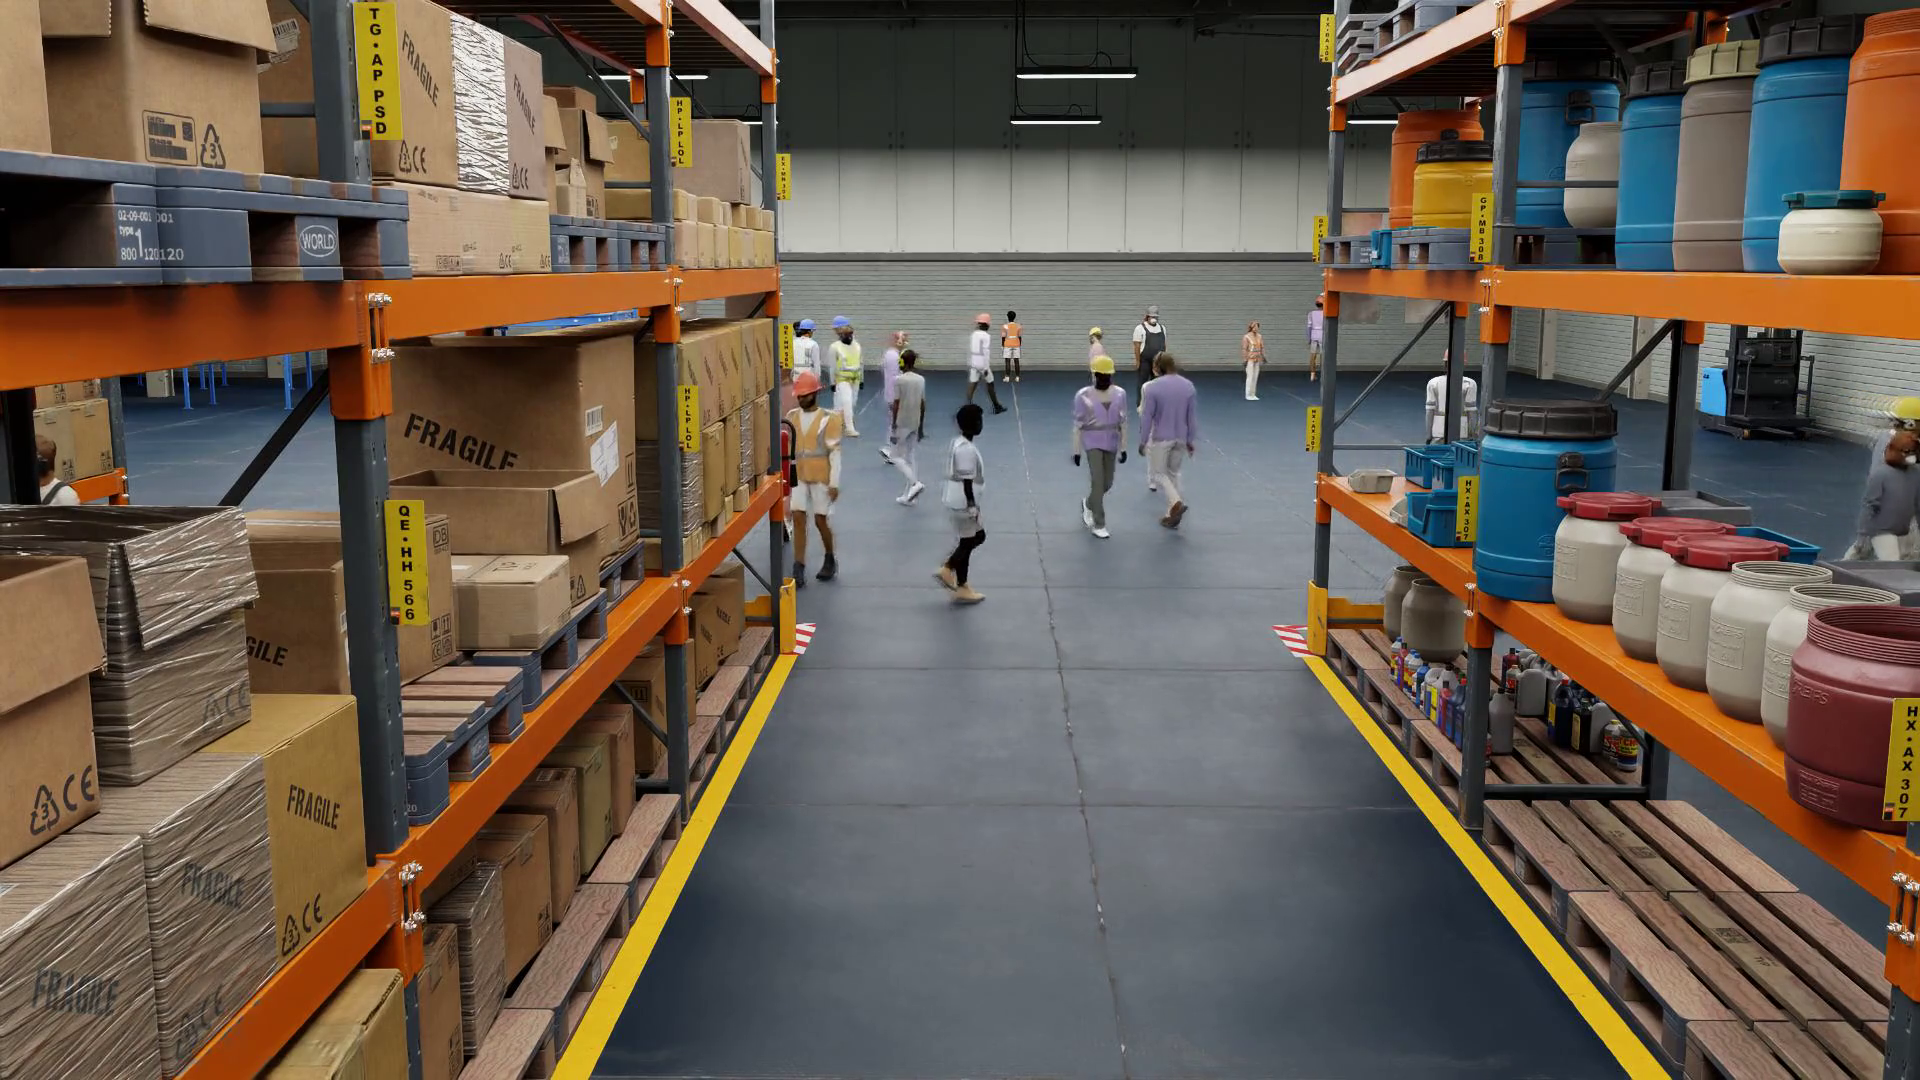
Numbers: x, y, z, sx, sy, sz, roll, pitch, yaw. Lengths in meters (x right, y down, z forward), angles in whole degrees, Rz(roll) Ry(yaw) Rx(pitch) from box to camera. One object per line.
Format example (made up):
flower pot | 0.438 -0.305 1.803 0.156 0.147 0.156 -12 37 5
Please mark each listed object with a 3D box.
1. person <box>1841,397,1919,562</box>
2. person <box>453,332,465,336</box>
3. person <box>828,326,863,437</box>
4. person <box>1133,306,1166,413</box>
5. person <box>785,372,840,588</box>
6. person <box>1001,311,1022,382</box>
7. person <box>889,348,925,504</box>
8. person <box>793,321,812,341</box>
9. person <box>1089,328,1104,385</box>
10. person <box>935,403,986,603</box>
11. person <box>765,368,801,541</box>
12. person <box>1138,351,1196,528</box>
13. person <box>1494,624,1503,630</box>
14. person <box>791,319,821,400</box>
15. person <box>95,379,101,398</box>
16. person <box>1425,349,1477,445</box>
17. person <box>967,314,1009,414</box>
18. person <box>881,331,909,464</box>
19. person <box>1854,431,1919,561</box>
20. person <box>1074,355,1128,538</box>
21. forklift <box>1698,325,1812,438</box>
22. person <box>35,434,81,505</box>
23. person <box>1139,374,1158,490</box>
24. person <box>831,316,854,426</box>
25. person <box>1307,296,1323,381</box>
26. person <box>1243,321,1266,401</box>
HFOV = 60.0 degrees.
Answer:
person | 7.531 -0.277 13.504 0.950 1.786 0.591 2 10 10
person | -6.904 -1.915 22.869 0.641 1.924 0.615 -9 13 -44
person | -1.907 -2.657 27.644 0.636 1.821 0.808 -8 13 -41
person | 3.665 -3.425 31.690 0.686 2.000 0.535 -4 10 -24
person | -1.339 -0.546 14.805 0.583 1.879 0.804 3 10 20
person | 1.233 -4.622 39.751 0.535 1.699 0.318 -3 10 -19
person | -0.616 -1.335 19.602 0.545 1.852 0.446 -9 13 -43
person | -3.215 -3.601 33.720 0.545 1.673 0.484 2 10 10
person | 2.358 -2.799 28.769 0.350 1.719 0.691 3 10 16
person | 0.049 -0.308 13.963 0.378 1.683 0.532 0 9 2
person | -1.821 -0.933 17.126 0.637 1.877 0.837 2 10 12
person | 2.265 -1.056 17.759 0.668 1.909 0.637 -5 11 -29
person | 4.012 -0.119 12.747 0.557 1.723 0.571 4 10 22
person | -2.479 -2.595 26.873 0.616 1.942 0.408 7 12 36
person | -11.893 -1.824 22.675 0.582 1.808 0.941 5 11 30
person | 5.444 -1.187 18.461 0.546 1.939 0.375 5 11 27
person | 0.464 -3.270 31.073 0.971 1.885 0.569 -7 12 -37
person | -0.863 -2.005 23.513 0.425 1.885 0.661 0 9 2
person | 6.999 -0.013 12.394 0.626 1.596 0.633 -4 10 -23
person | 1.461 -1.018 17.602 0.585 1.903 0.815 -4 10 -22
forklift | 13.248 -3.165 27.620 1.129 2.768 1.873 0 9 1
person | -5.449 0.278 9.980 0.507 1.840 0.344 6 11 32
person | 2.507 -1.426 20.811 0.528 1.637 0.363 1 10 7
person | -2.102 -2.933 28.954 0.533 1.930 0.656 -2 10 -14
person | 8.689 -4.864 40.171 0.608 2.045 0.391 8 12 39
person | 6.078 -3.712 34.490 0.532 1.634 0.350 -8 12 -39
